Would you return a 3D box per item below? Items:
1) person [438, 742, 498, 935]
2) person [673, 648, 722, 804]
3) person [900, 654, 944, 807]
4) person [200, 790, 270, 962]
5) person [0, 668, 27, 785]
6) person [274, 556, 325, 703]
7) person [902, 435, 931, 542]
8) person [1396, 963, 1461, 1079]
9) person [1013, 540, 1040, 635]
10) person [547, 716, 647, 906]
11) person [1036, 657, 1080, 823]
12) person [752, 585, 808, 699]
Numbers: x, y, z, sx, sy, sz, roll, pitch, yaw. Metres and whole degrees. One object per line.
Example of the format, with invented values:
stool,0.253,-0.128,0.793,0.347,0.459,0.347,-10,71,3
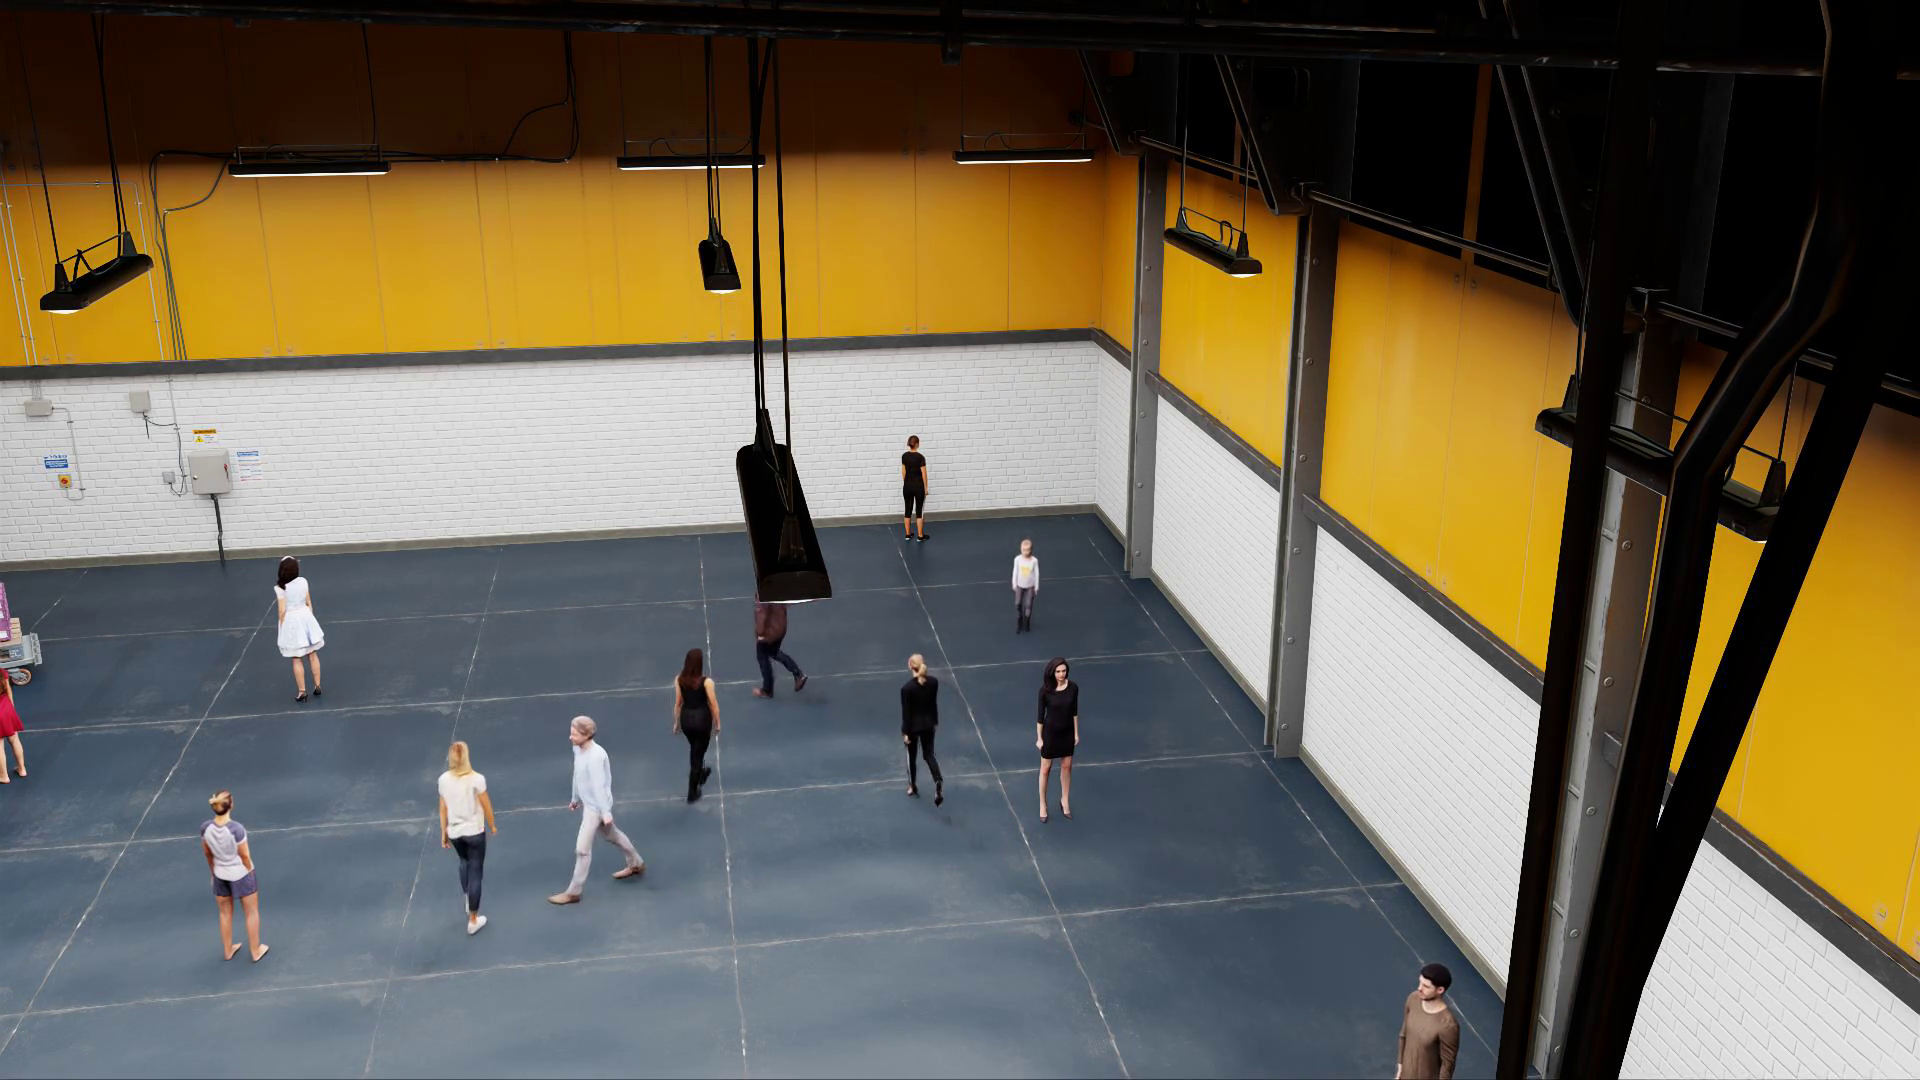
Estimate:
person,-4.497,2.722,15.031,0.722,1.791,0.859,4,19,10
person,-2.804,1.974,17.450,0.858,1.666,1.019,5,19,15
person,-0.376,2.006,17.319,0.793,1.688,1.044,-10,21,-27
person,-6.389,2.951,14.617,0.616,1.621,0.597,3,19,8
person,-10.382,1.868,17.942,0.747,1.553,0.687,13,23,34
person,-7.919,1.065,19.909,0.850,1.818,0.898,-17,25,-41
person,-0.706,-0.815,25.727,0.667,1.669,0.703,9,21,26
person,3.271,3.795,11.693,0.773,1.888,0.612,-9,21,-25
person,0.884,0.586,22.193,0.588,1.269,0.655,2,19,5
person,-3.327,2.499,15.626,1.037,1.835,1.270,-10,21,-28
person,1.006,2.033,17.057,0.619,1.804,0.509,-5,19,-15
person,-2.187,1.052,19.933,1.076,1.828,1.048,7,20,21
